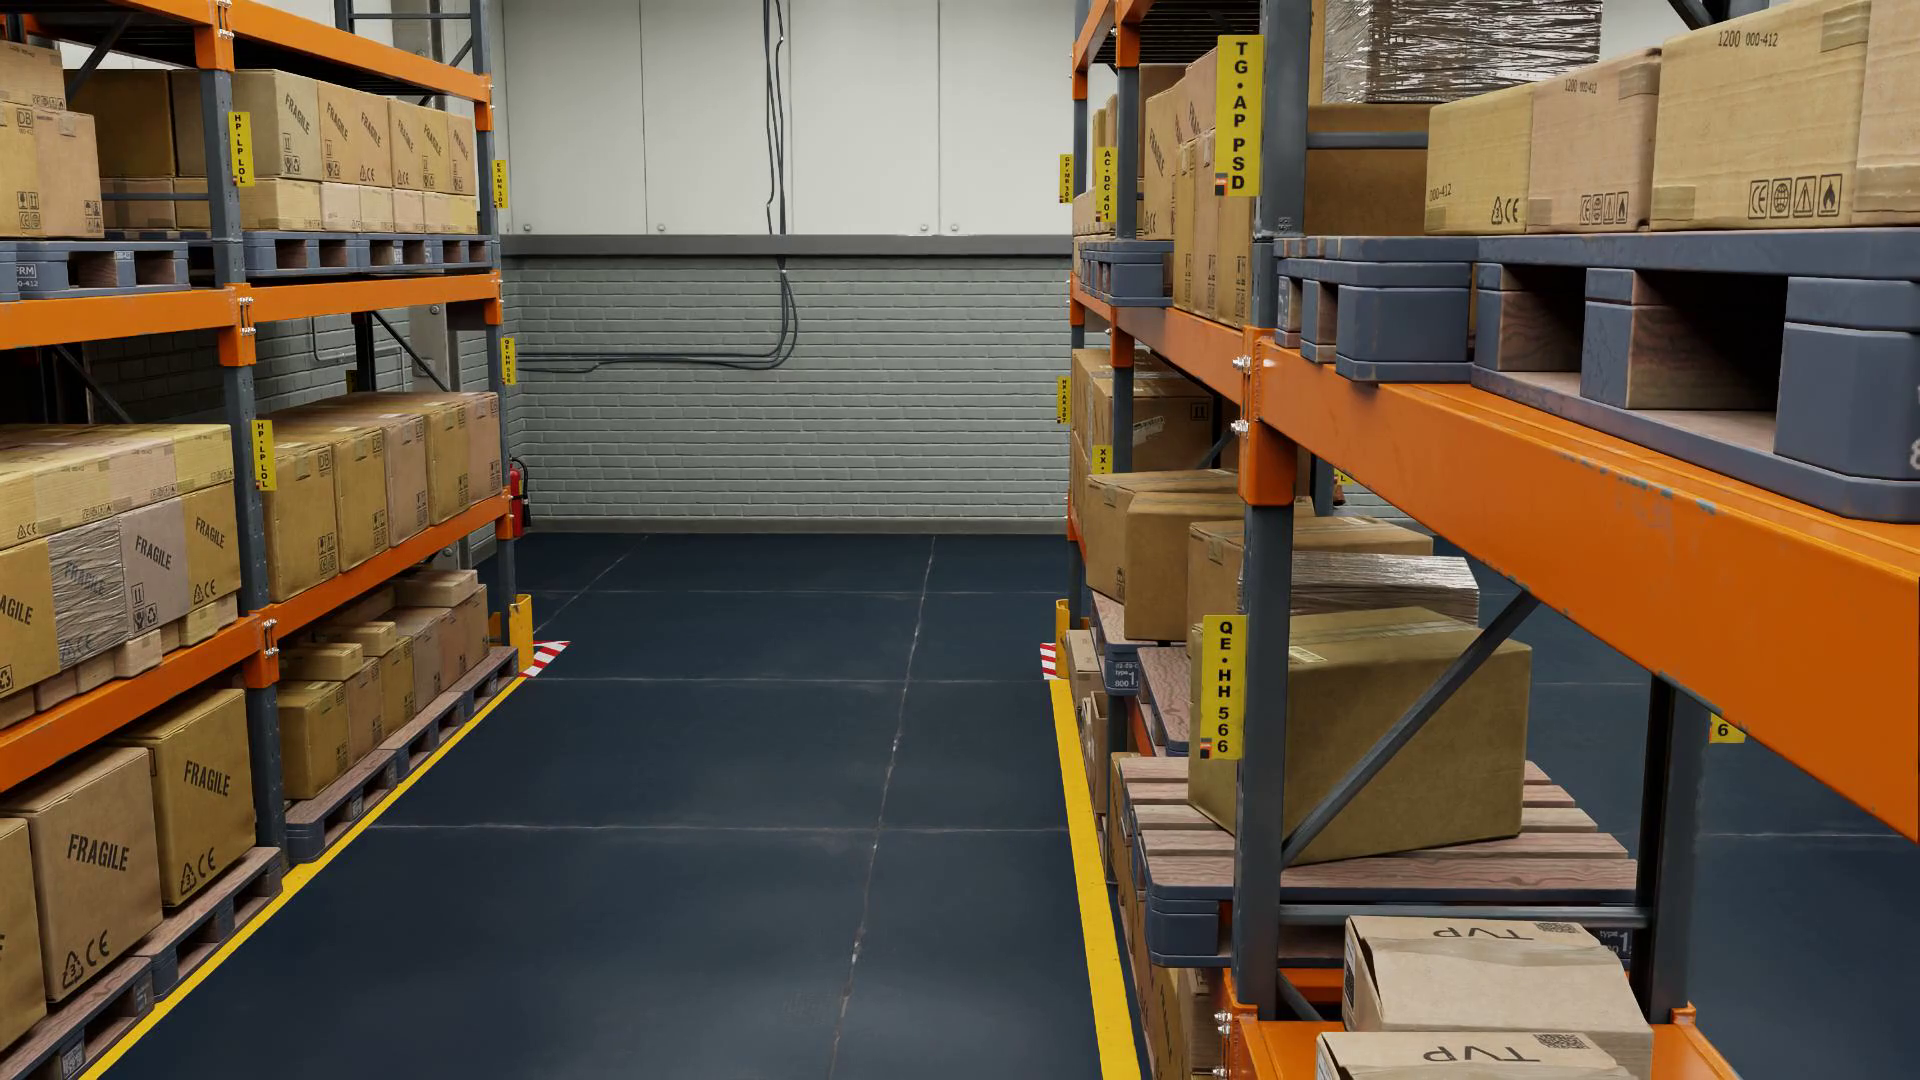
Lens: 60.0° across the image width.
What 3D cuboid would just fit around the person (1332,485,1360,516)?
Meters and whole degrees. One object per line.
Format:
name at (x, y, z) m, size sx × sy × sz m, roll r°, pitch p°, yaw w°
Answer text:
person at (2.314, 0.350, 10.597) m, size 0.498 × 1.633 × 0.282 m, roll -1°, pitch 10°, yaw -4°
